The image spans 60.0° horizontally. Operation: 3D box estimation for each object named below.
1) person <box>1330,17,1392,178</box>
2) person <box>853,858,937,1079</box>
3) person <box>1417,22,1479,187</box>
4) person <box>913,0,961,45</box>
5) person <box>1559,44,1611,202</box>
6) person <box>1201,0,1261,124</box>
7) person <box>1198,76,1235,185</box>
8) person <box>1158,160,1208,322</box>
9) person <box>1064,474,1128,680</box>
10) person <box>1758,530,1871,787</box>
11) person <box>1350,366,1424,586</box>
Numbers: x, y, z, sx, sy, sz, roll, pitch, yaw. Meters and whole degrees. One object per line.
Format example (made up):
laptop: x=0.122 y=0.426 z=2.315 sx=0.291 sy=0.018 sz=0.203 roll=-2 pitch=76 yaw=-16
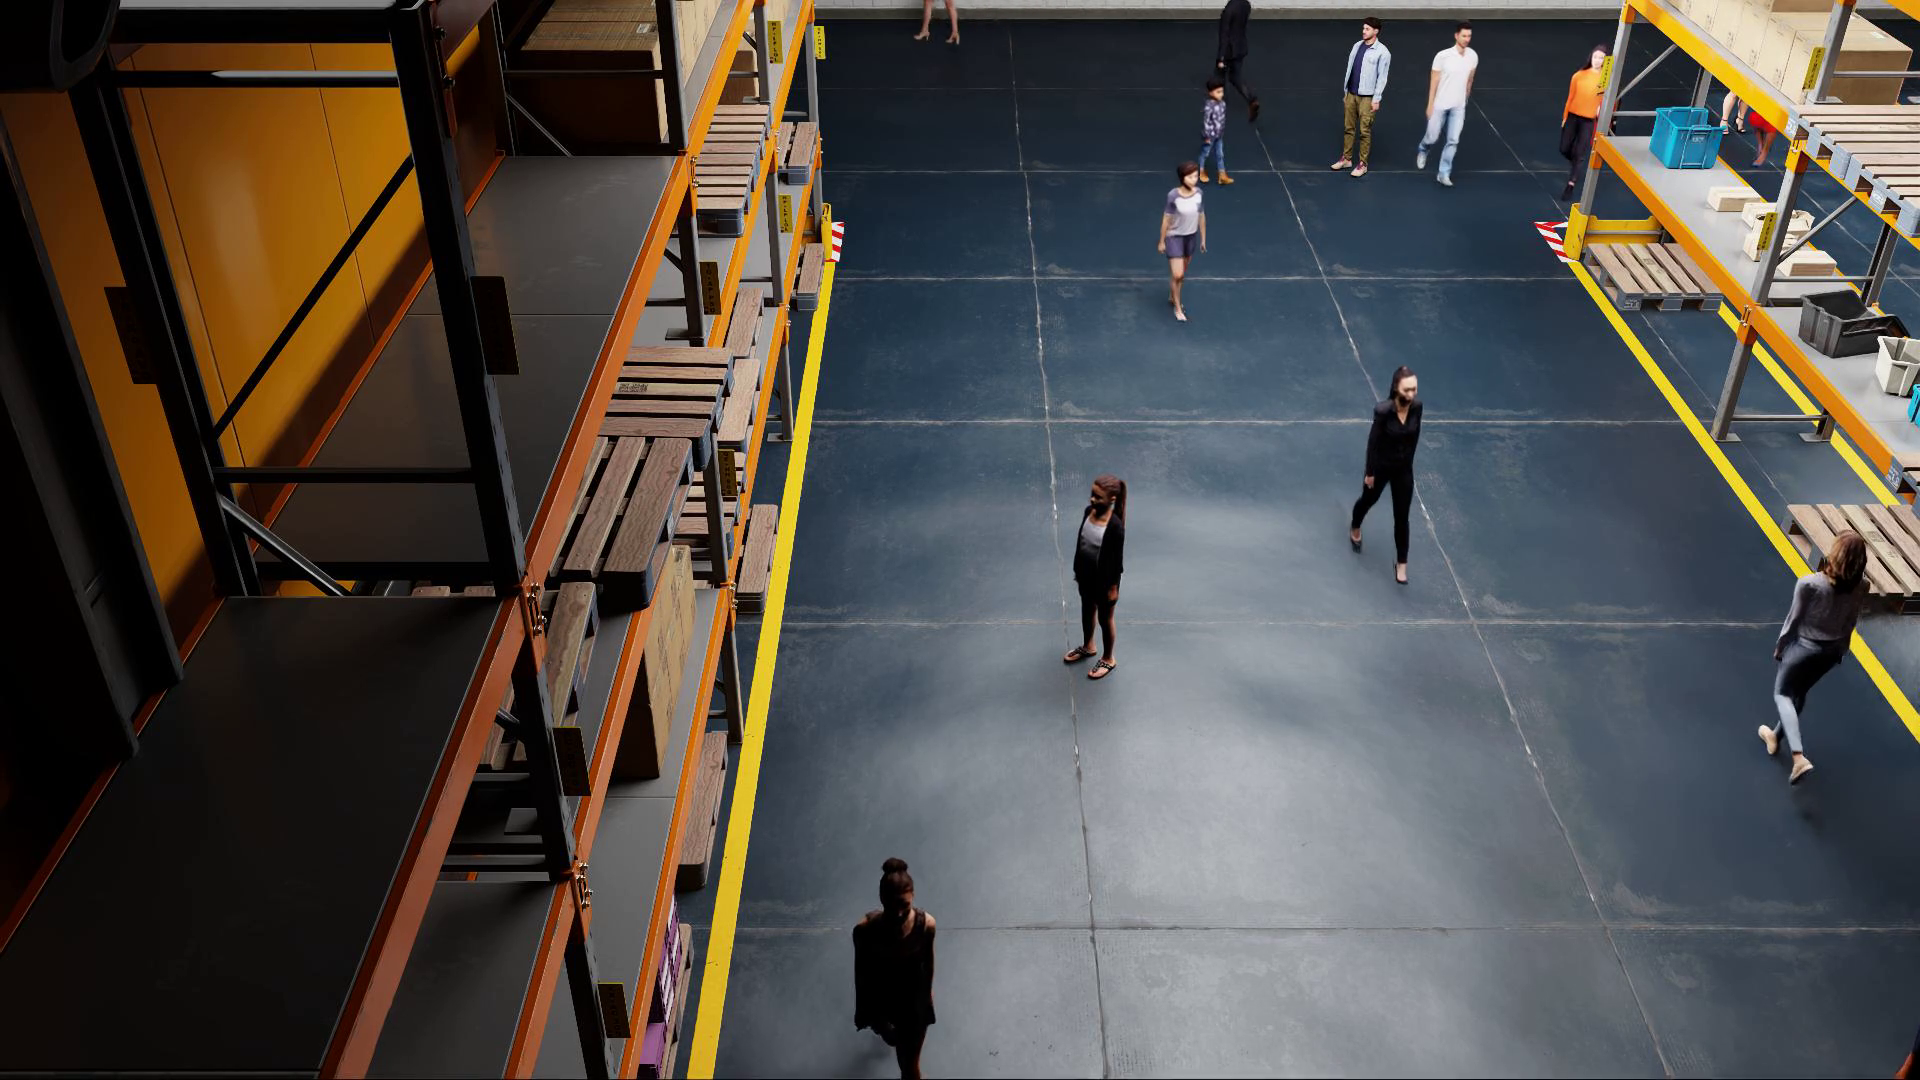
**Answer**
person: x=4.650 y=-5.133 z=19.220 sx=0.822 sy=1.811 sz=0.735 roll=-24 pitch=41 yaw=-32
person: x=-0.337 y=2.218 z=8.314 sx=0.602 sy=1.642 sz=1.093 roll=-2 pitch=34 yaw=-2
person: x=5.550 y=-5.002 z=18.994 sx=0.701 sy=1.844 sz=0.906 roll=-3 pitch=34 yaw=-4
person: x=-0.156 y=-7.835 z=23.339 sx=0.851 sy=1.753 sz=0.928 roll=9 pitch=35 yaw=13
person: x=6.995 y=-4.703 z=18.646 sx=0.895 sy=1.730 sz=1.014 roll=19 pitch=38 yaw=27
person: x=3.435 y=-6.024 z=20.594 sx=1.093 sy=1.775 sz=1.180 roll=-28 pitch=42 yaw=-35
person: x=2.864 y=-4.710 z=19.109 sx=0.730 sy=1.231 sz=0.825 roll=-22 pitch=39 yaw=-29
person: x=2.123 y=-2.972 z=16.210 sx=0.768 sy=1.545 sz=0.879 roll=-15 pitch=36 yaw=-21
person: x=0.957 y=0.226 z=11.389 sx=0.708 sy=1.556 sz=0.641 roll=-25 pitch=41 yaw=-32
person: x=5.346 y=0.755 z=10.390 sx=0.637 sy=1.781 sz=0.995 roll=3 pitch=34 yaw=4
person: x=3.162 y=-0.540 z=12.447 sx=0.785 sy=1.661 sz=1.117 roll=-8 pitch=34 yaw=-12
